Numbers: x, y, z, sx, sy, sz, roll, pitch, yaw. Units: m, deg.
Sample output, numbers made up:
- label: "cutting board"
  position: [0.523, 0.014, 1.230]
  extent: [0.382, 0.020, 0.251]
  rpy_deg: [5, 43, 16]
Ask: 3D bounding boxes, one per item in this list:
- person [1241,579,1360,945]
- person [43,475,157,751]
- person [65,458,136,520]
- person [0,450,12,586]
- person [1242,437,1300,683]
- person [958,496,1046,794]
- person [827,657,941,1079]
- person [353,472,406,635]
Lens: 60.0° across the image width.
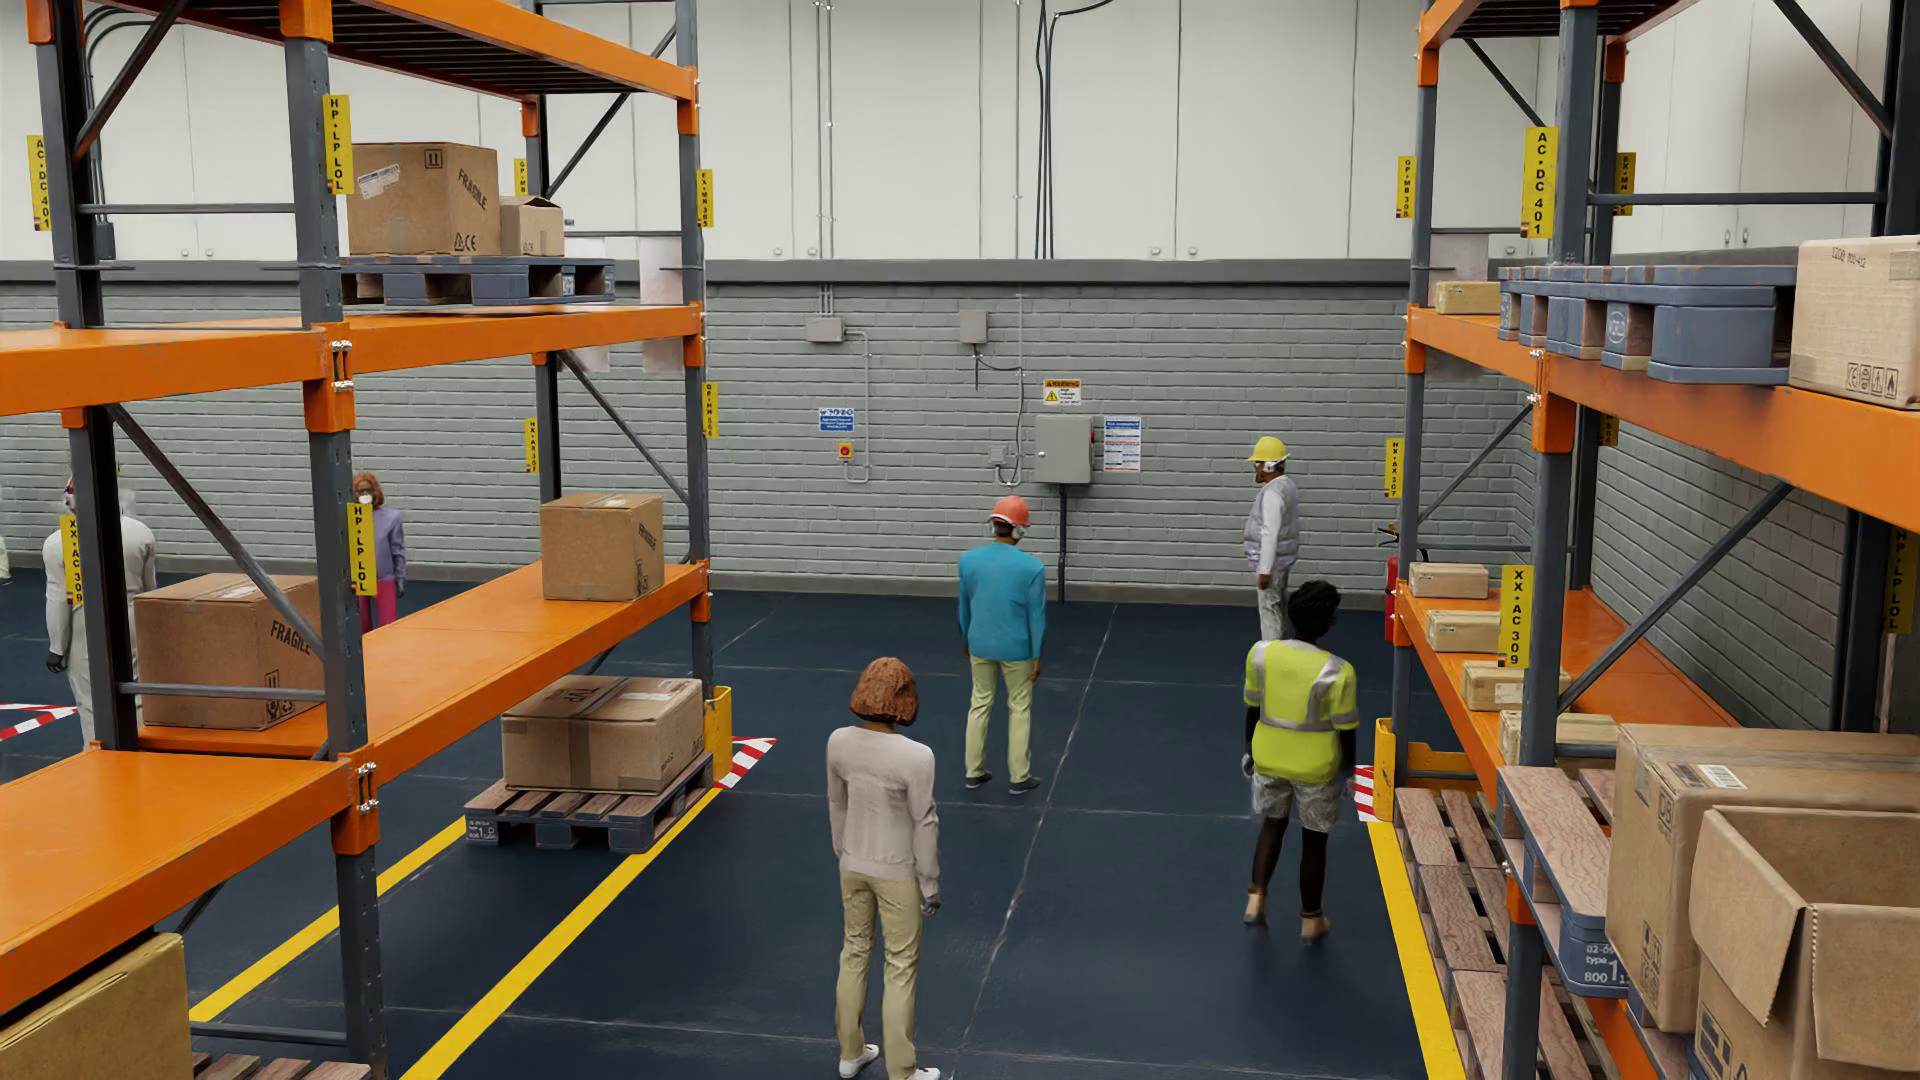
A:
- label: "person"
  position: [1.529, 0.997, 7.424]
  extent: [0.558, 1.684, 0.413]
  rpy_deg: [7, 12, 39]
- label: "person"
  position: [-4.930, 0.549, 9.544]
  extent: [0.407, 1.902, 0.639]
  rpy_deg: [6, 11, 33]
- label: "person"
  position: [-5.846, 0.274, 11.394]
  extent: [0.473, 1.846, 0.499]
  rpy_deg: [7, 11, 35]
- label: "person"
  position: [-9.445, -0.413, 15.978]
  extent: [0.574, 1.737, 0.354]
  rpy_deg: [4, 10, 24]
- label: "person"
  position: [2.283, 0.150, 12.242]
  extent: [0.404, 1.825, 0.587]
  rpy_deg: [3, 10, 20]
- label: "person"
  position: [0.245, 0.606, 9.684]
  extent: [0.595, 1.740, 0.351]
  rpy_deg: [5, 10, 26]
- label: "person"
  position: [-0.279, 1.235, 6.159]
  extent: [0.500, 1.628, 0.271]
  rpy_deg: [7, 11, 37]
- label: "person"
  position: [-4.183, 0.327, 11.774]
  extent: [0.514, 1.613, 0.499]
  rpy_deg: [-4, 10, -21]
